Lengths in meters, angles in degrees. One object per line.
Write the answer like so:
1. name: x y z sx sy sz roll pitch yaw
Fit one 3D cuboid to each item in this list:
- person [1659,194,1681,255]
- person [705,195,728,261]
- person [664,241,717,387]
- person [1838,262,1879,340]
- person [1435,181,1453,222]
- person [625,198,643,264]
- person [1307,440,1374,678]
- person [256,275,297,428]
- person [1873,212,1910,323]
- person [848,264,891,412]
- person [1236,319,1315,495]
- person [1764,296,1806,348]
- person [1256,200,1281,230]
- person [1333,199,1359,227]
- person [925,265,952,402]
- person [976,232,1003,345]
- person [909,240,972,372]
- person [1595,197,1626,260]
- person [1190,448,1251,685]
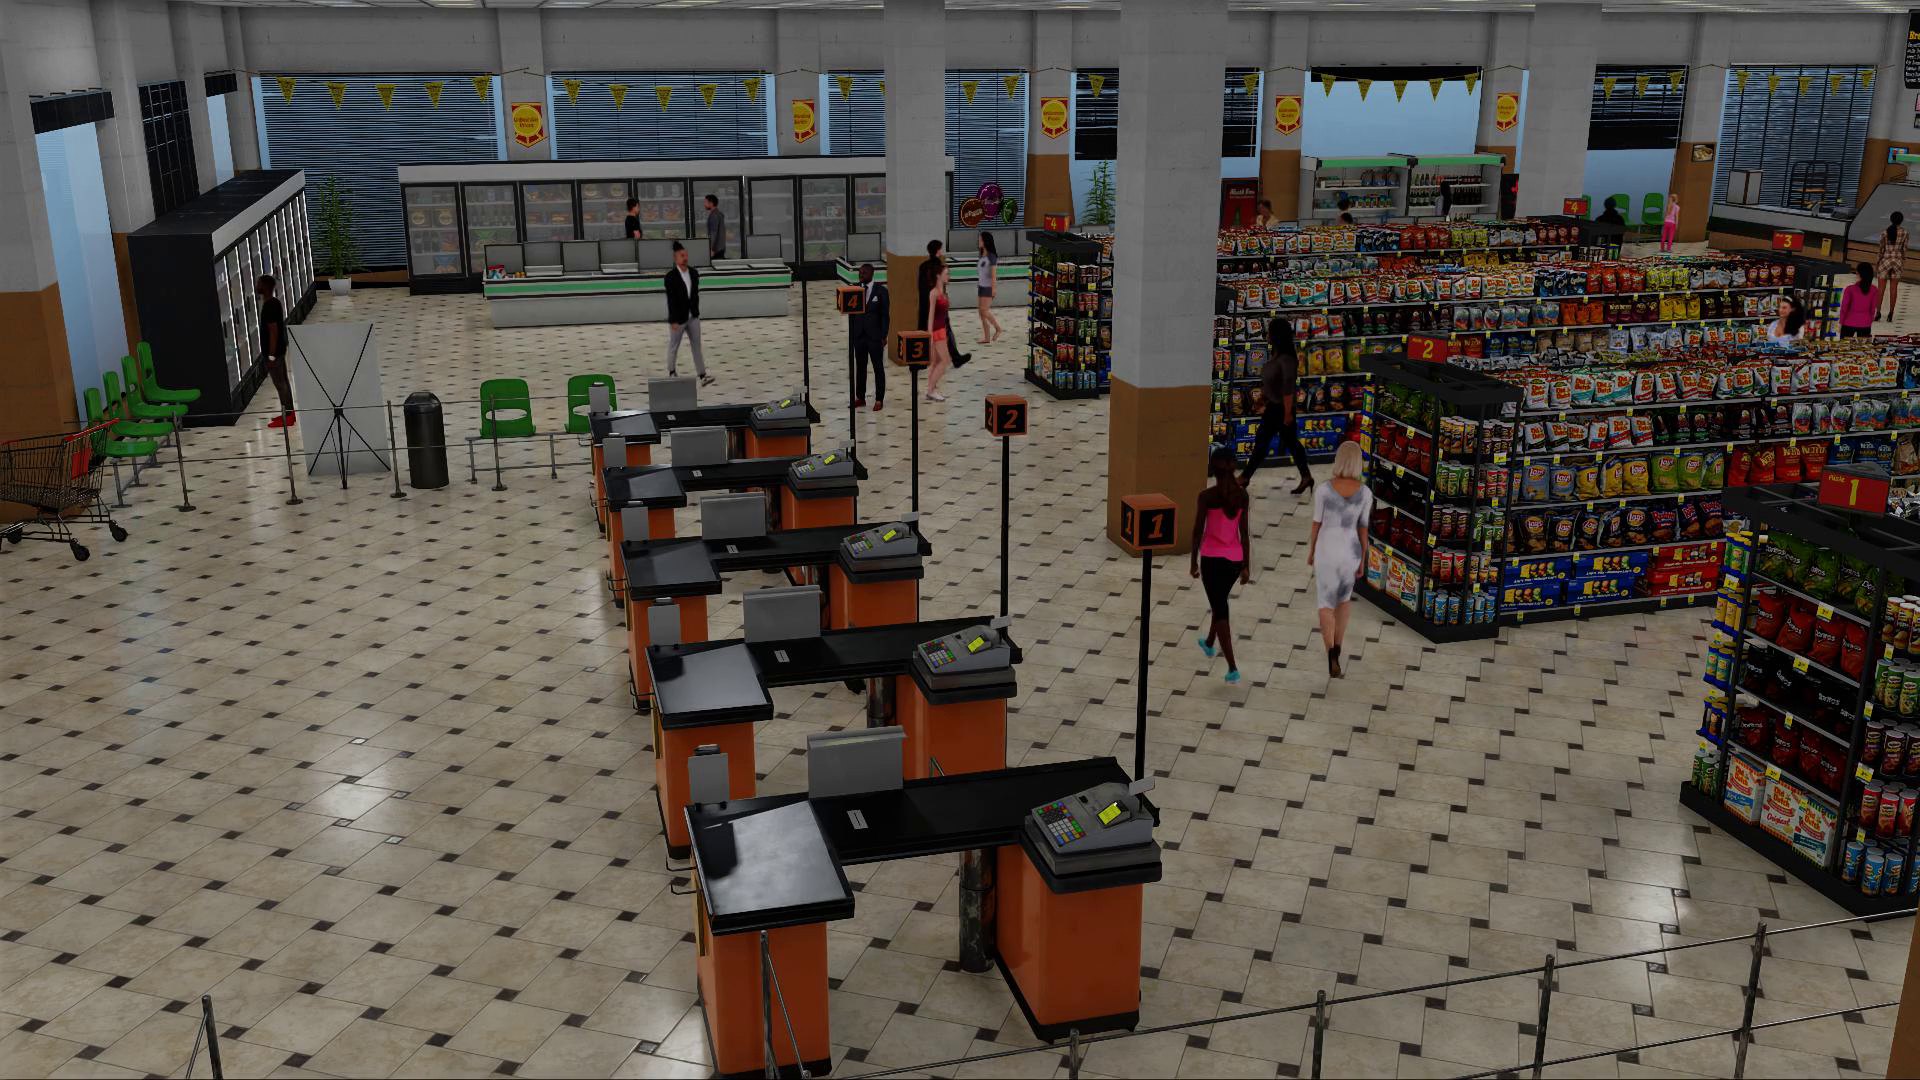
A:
1. person: 15.307 -6.827 35.854 0.563 1.271 0.536 -12 20 -34
2. person: -4.167 -5.094 29.194 1.315 1.825 0.937 -1 17 -2
3. person: -3.747 -2.985 22.120 1.257 1.899 1.140 -15 22 -40
4. person: 11.796 -2.804 21.868 0.629 1.699 0.727 4 17 12
5. person: 9.739 -6.389 33.631 0.592 1.724 0.729 -14 22 -39
6. person: -5.690 -4.925 28.614 1.184 1.839 0.710 -5 18 -17
7. person: 2.747 0.164 12.056 1.037 1.721 0.842 1 17 2
8. person: -8.204 -2.270 19.930 0.515 1.805 0.654 -4 17 -13
9. person: 15.193 -4.457 27.153 0.654 1.792 0.739 6 18 20
10. person: -1.142 -2.554 20.833 0.763 1.824 0.846 8 19 24
11. person: 3.335 -1.281 16.709 1.244 1.784 0.931 1 17 4
12. person: 9.104 -1.779 18.372 1.226 1.770 0.879 -10 20 -30
13. person: 5.351 -5.060 29.176 0.736 1.771 0.796 7 18 23
14. person: 6.475 -4.794 28.146 0.837 1.860 0.790 -3 17 -10
15. person: -0.370 -2.637 21.244 0.750 1.743 0.718 4 17 12
16. person: 0.480 -3.812 25.192 0.709 1.697 0.673 -9 19 -27
17. person: -0.464 -3.179 22.957 1.258 1.785 1.016 -12 20 -34
18. person: 11.374 -5.113 29.269 0.658 1.817 0.811 3 17 9
19. person: 1.893 0.228 11.929 1.112 1.674 0.671 -3 17 -10
